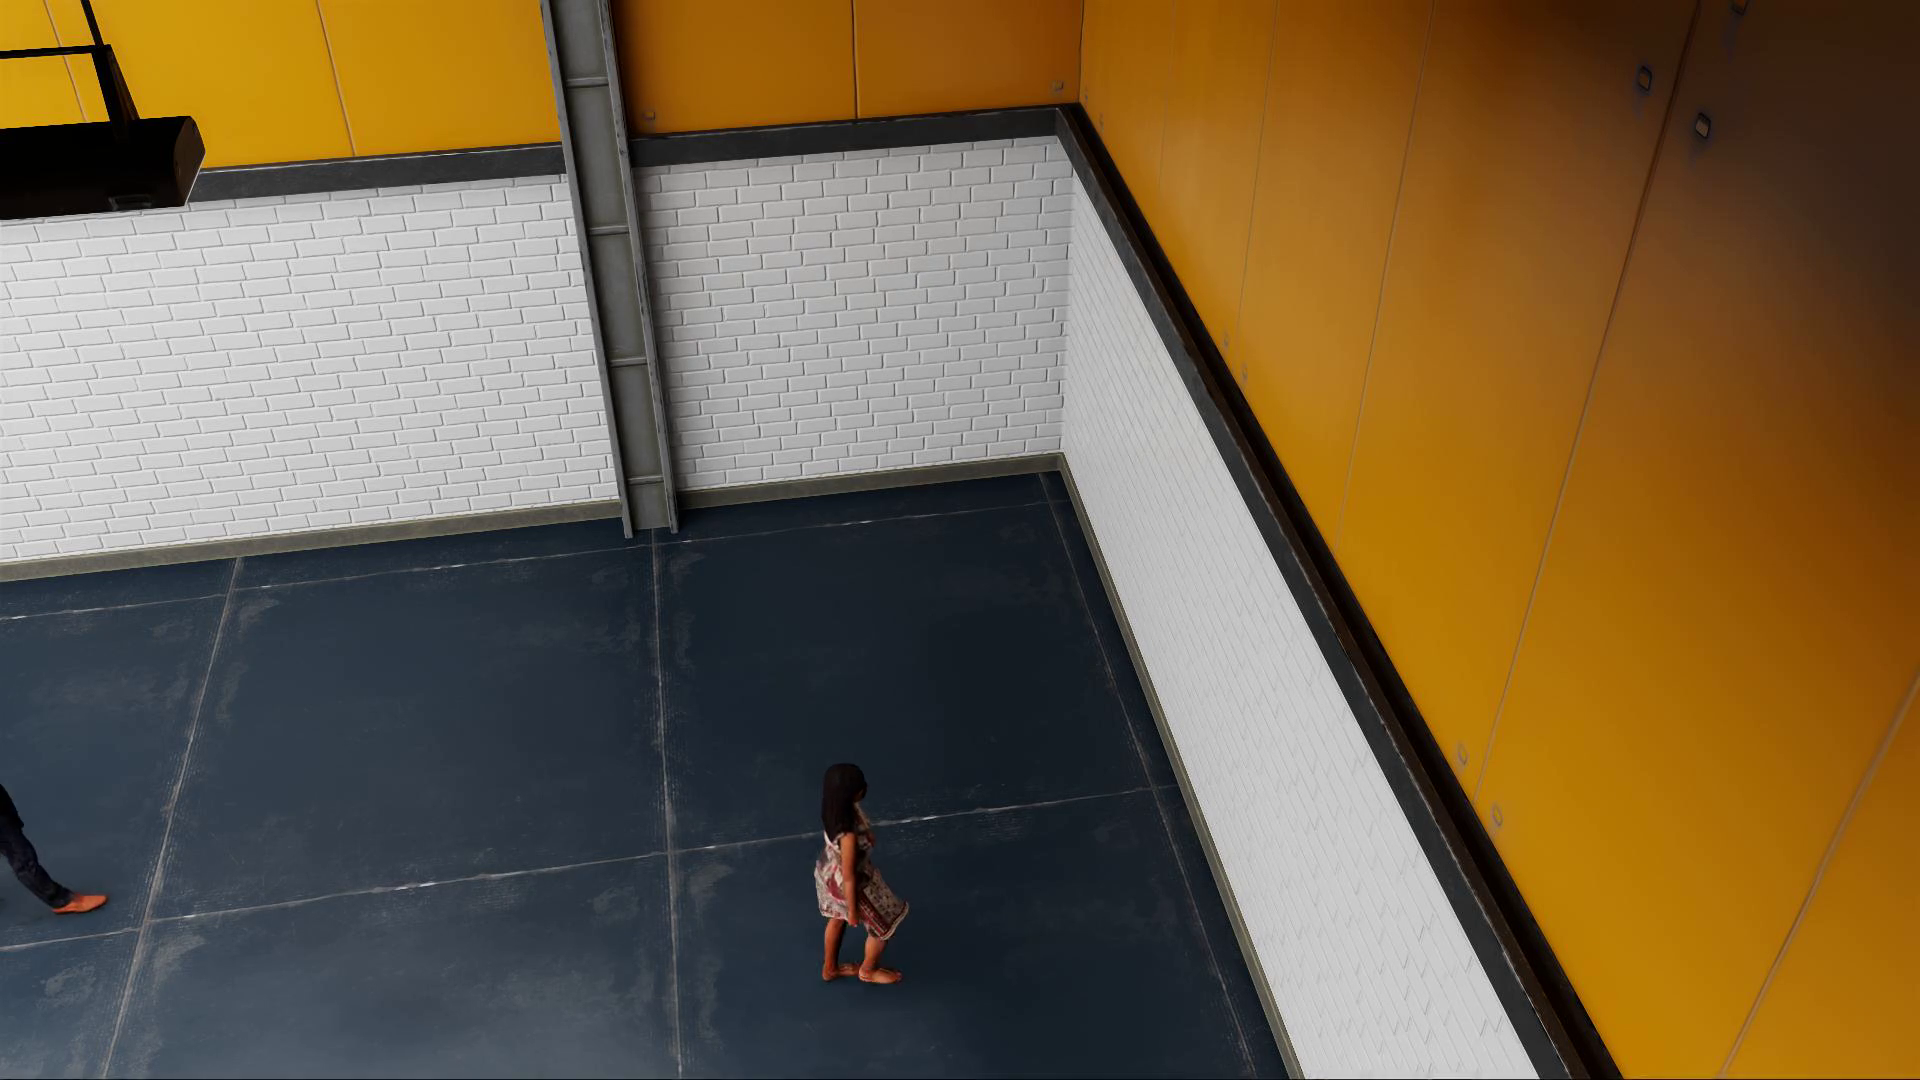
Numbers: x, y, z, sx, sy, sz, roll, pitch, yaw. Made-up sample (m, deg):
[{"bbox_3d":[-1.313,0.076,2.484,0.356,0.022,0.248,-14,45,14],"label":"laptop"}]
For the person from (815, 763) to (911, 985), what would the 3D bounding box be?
[{"bbox_3d":[-0.674,1.814,8.766,0.728,1.630,0.685,-11,40,-13],"label":"person"}]
